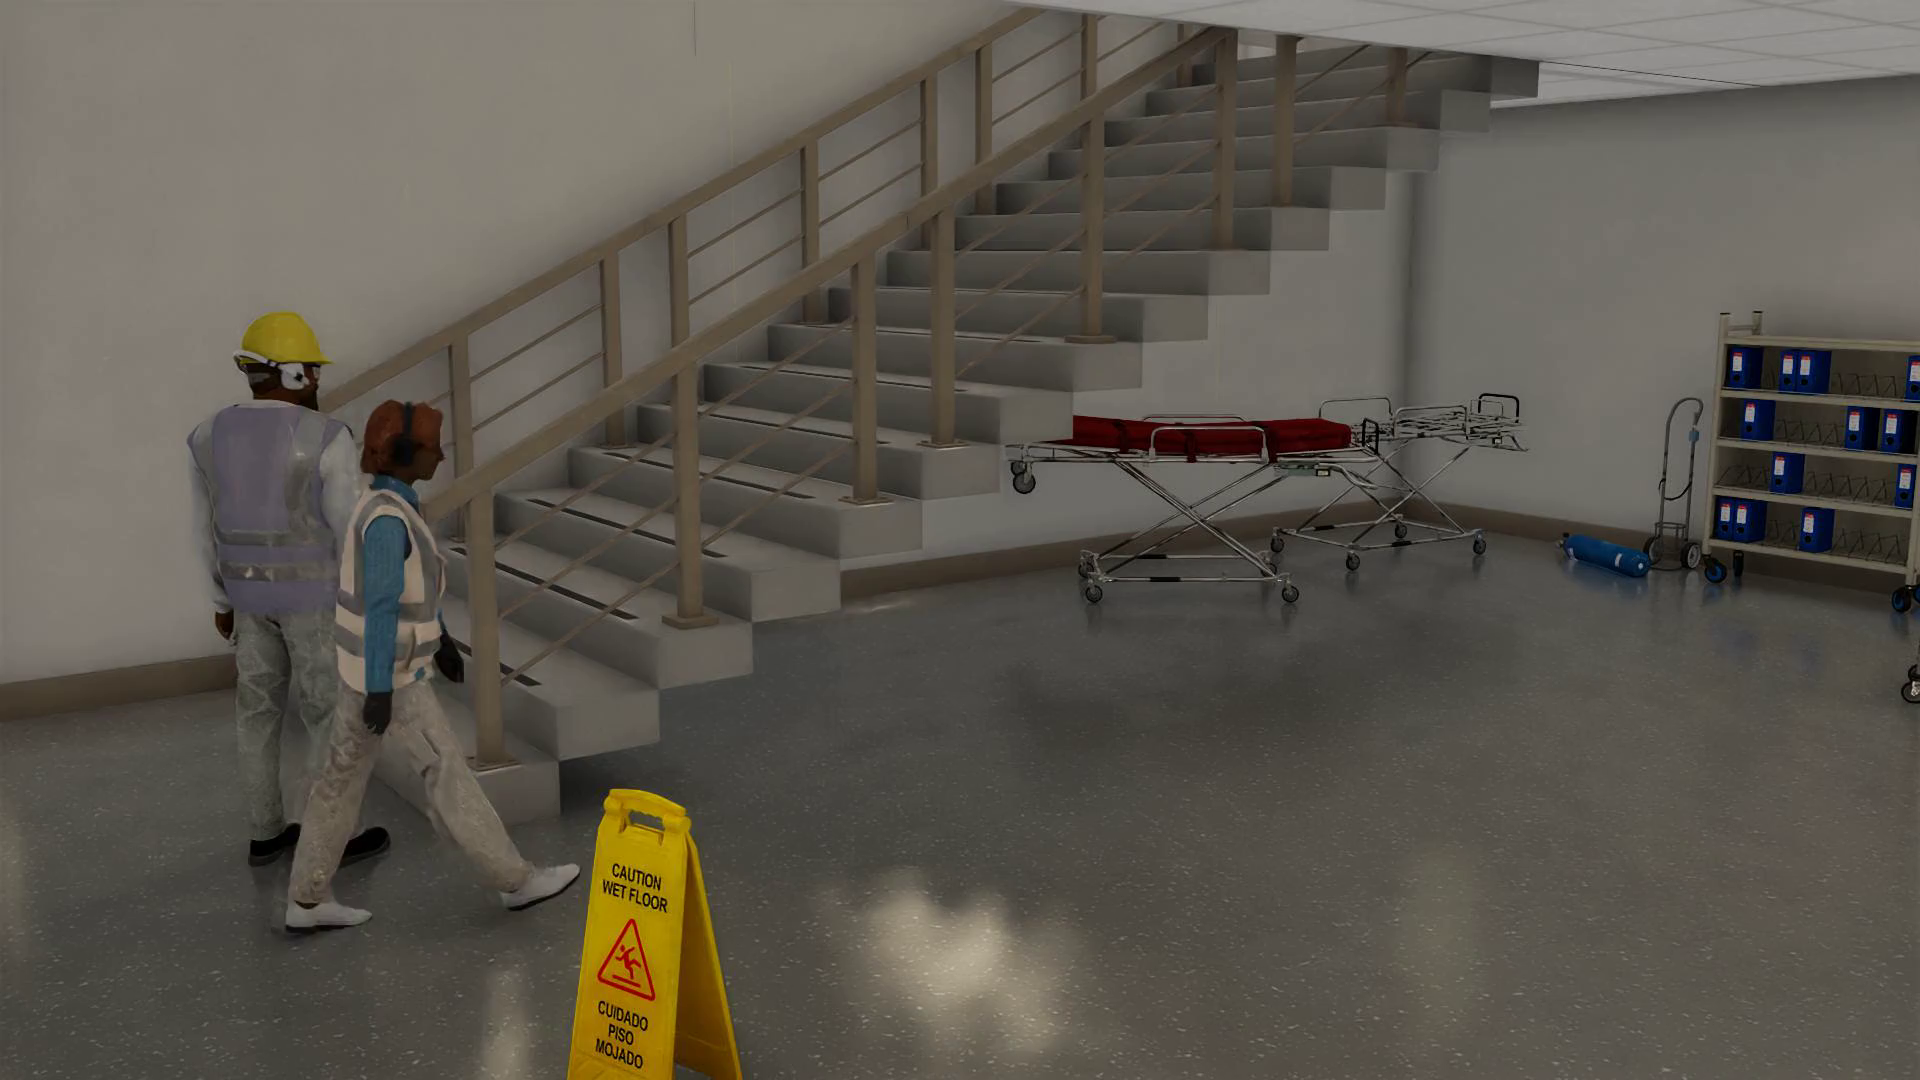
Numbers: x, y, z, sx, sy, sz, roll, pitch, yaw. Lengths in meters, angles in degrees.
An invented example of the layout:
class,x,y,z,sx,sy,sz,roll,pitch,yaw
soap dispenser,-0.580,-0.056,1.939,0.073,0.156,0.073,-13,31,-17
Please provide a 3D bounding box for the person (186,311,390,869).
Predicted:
class,x,y,z,sx,sy,sz,roll,pitch,yaw
person,-2.188,0.172,5.458,0.595,1.828,0.403,2,10,12

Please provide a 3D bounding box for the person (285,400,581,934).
class,x,y,z,sx,sy,sz,roll,pitch,yaw
person,-1.620,0.380,4.933,0.874,1.584,0.540,-4,11,-21
